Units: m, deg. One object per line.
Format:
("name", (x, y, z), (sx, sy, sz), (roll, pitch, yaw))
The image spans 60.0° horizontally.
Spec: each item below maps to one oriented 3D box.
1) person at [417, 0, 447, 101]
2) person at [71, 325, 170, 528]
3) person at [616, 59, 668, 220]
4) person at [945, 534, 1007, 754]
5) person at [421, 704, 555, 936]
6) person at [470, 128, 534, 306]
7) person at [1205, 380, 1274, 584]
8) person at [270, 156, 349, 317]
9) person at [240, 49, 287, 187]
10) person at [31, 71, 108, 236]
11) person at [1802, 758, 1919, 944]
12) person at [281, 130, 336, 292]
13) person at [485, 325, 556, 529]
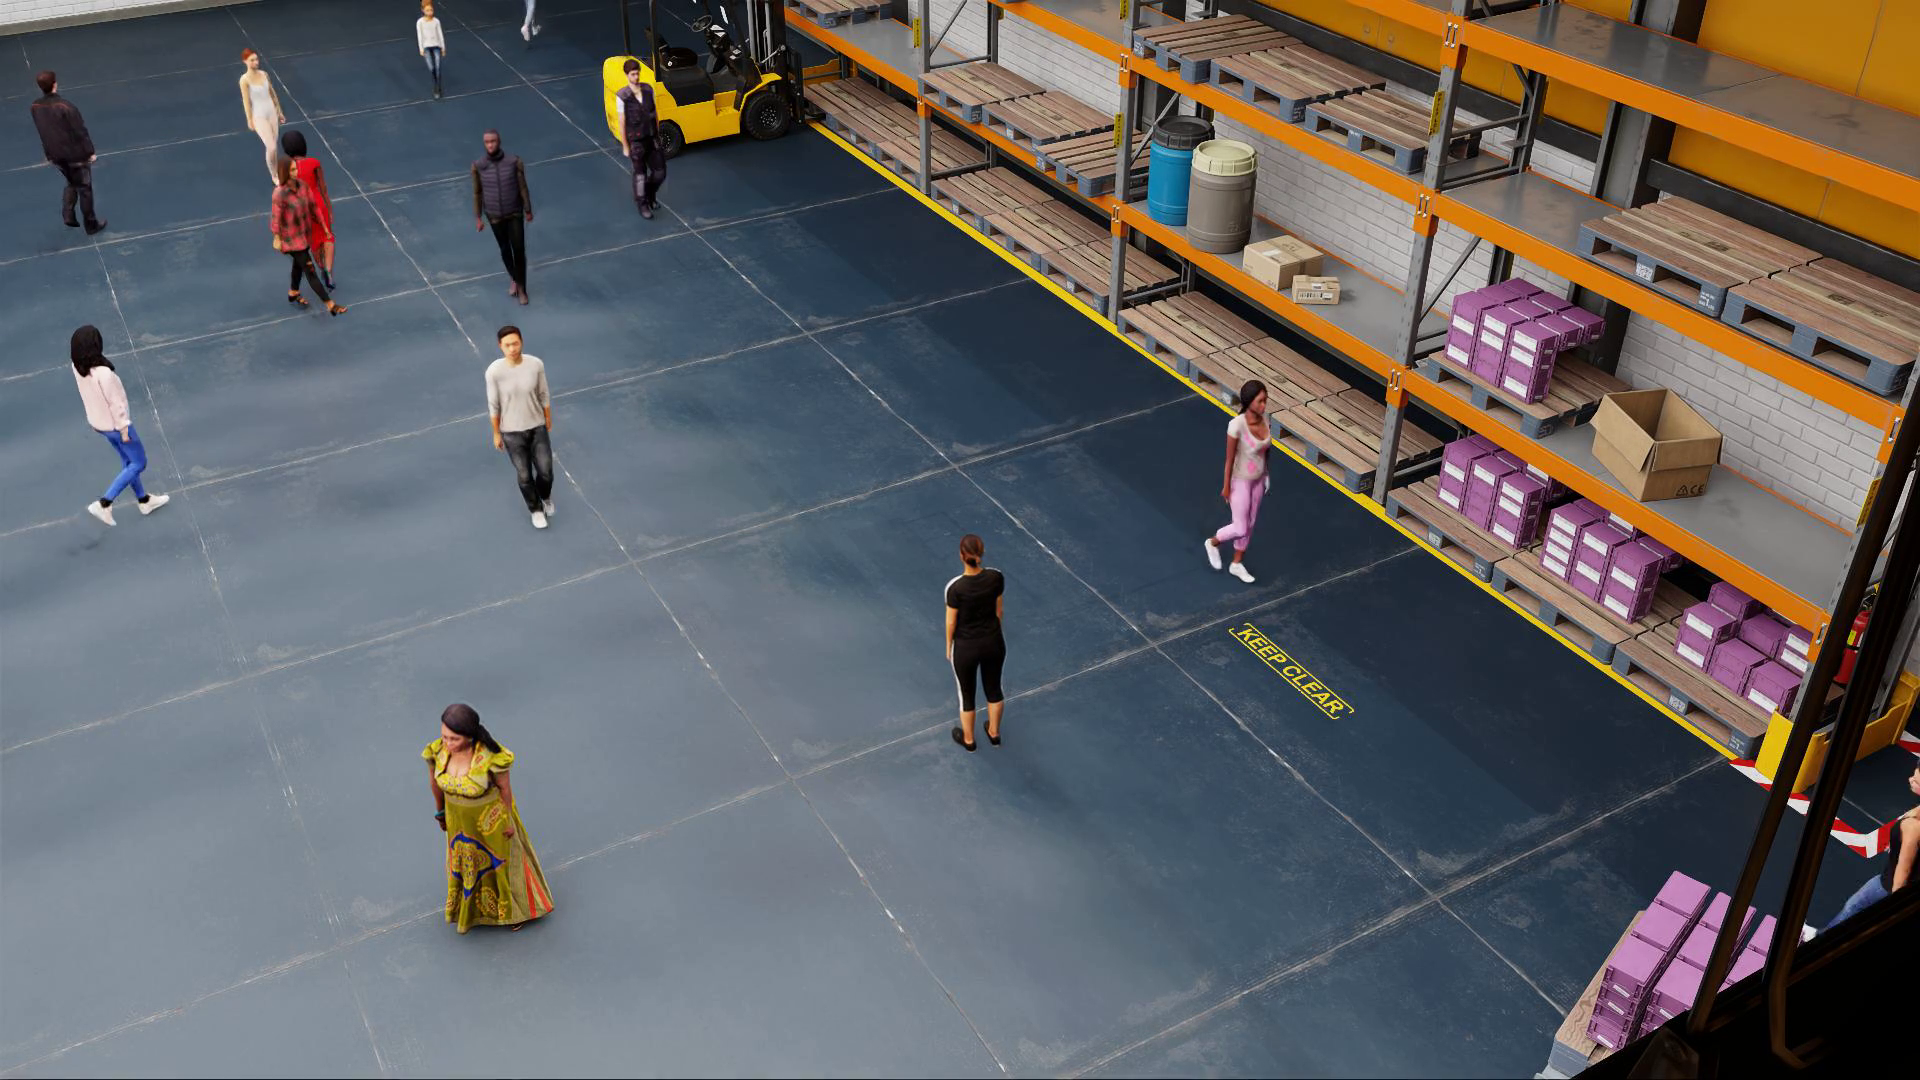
("person", (-7.160, -6.675, 22.553), (0.526, 1.300, 0.724), (-13, 36, -19))
("person", (-6.918, -0.888, 13.437), (0.987, 1.755, 0.946), (21, 39, 28))
("person", (-3.662, -4.574, 18.910), (0.708, 1.835, 0.695), (-23, 40, -31))
("person", (0.119, 0.696, 11.136), (0.609, 1.663, 0.578), (-12, 35, -18))
("person", (-2.821, 1.615, 9.758), (0.999, 1.660, 1.023), (3, 34, 5))
("person", (-4.677, -3.378, 17.127), (0.898, 1.817, 0.990), (-4, 34, -6))
("person", (2.148, -0.482, 12.846), (0.626, 1.733, 0.738), (-23, 40, -31))
("person", (-6.748, -3.058, 16.800), (1.179, 1.646, 1.042), (14, 36, 20))
("person", (-8.336, -5.039, 19.794), (0.752, 1.631, 0.688), (16, 37, 22))
("person", (-9.925, -4.239, 18.413), (0.865, 1.828, 0.919), (7, 34, 10))
("person", (5.332, 1.960, 9.233), (0.640, 1.666, 1.129), (-15, 37, -22))
("person", (-6.692, -3.325, 17.129), (0.675, 1.726, 0.773), (-8, 34, -12))
("person", (-3.560, -0.946, 13.483), (0.702, 1.800, 0.696), (-13, 36, -19))
